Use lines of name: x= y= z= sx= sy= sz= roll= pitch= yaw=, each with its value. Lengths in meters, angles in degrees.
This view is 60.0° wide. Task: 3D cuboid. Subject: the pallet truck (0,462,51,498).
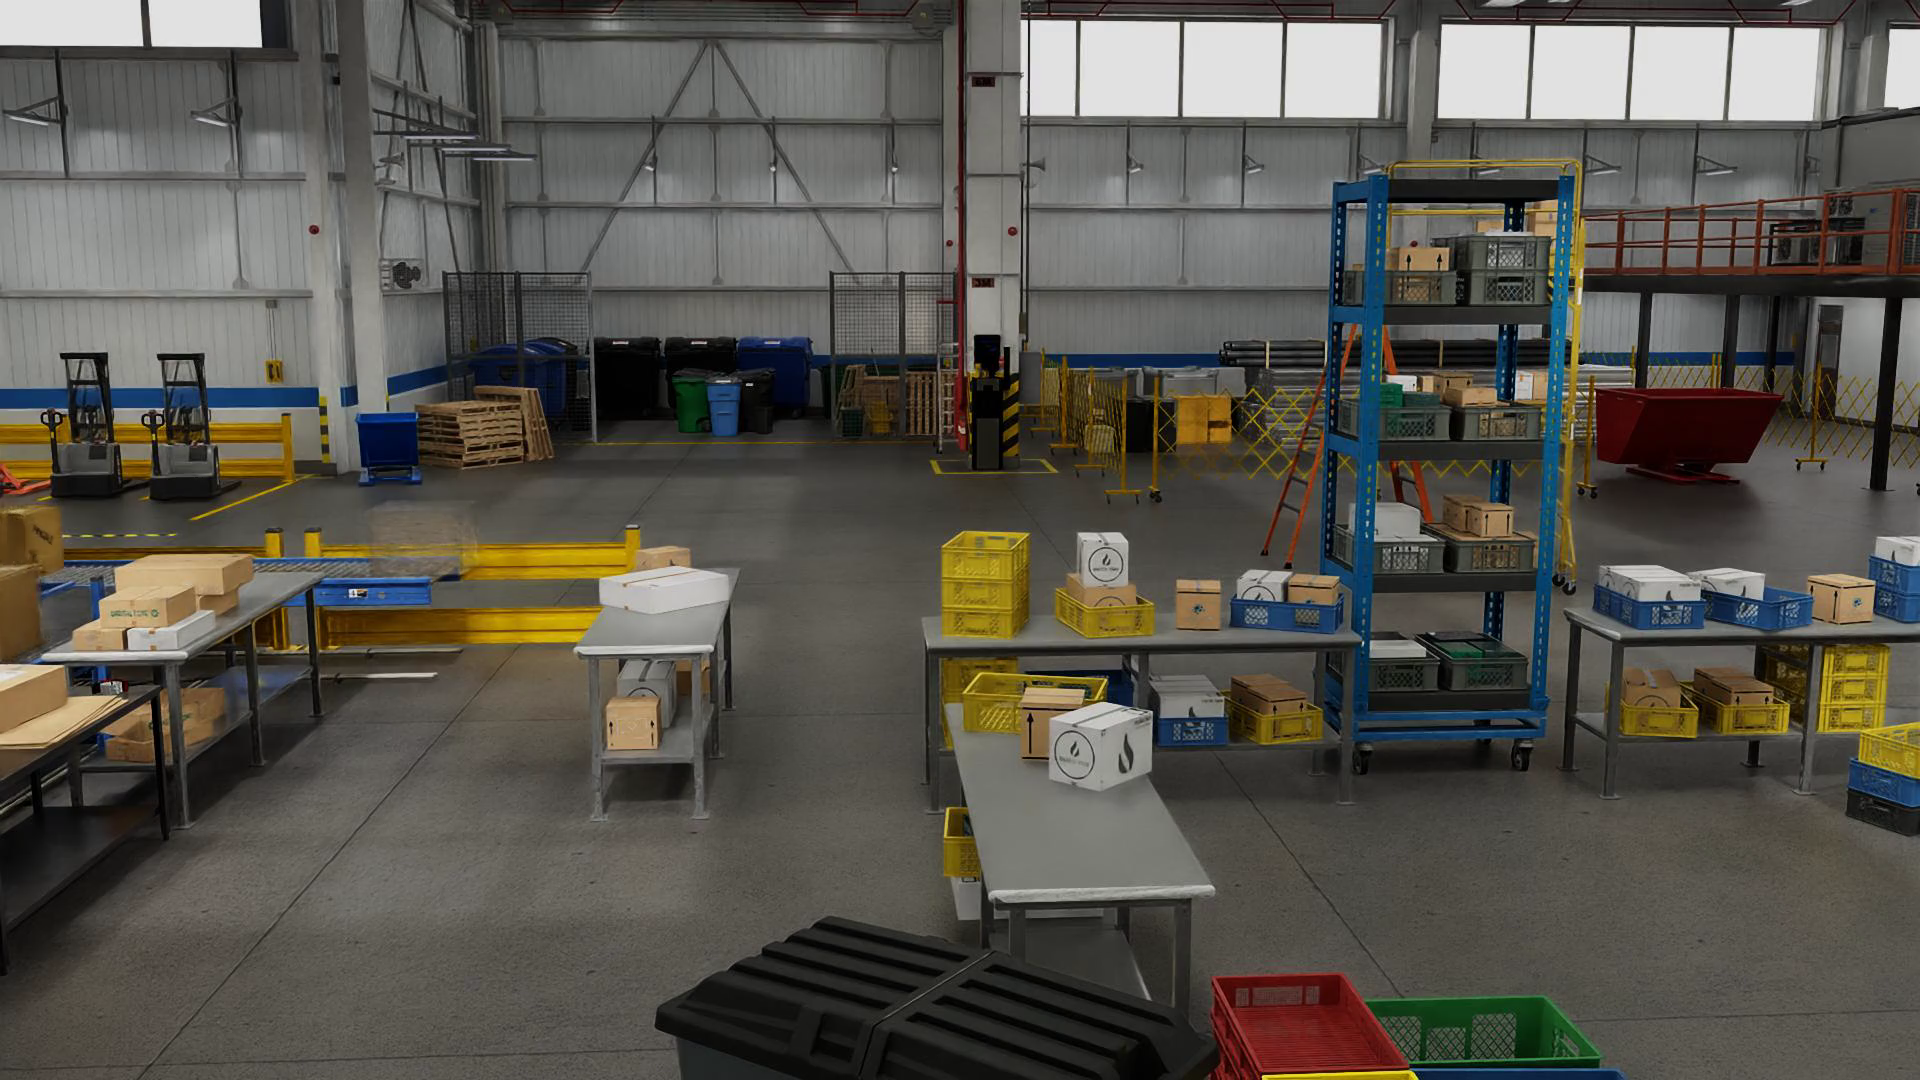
pallet truck: x=-13.193 y=-1.293 z=23.148 sx=0.653 sy=1.274 sz=1.630 roll=-1 pitch=9 yaw=-4

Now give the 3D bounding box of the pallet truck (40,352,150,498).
pallet truck: x=-11.907 y=-1.642 z=23.165 sx=0.823 sy=1.965 sz=1.885 roll=0 pitch=9 yaw=0

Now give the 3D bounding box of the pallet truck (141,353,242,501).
pallet truck: x=-10.520 y=-1.604 z=22.925 sx=0.823 sy=1.965 sz=1.885 roll=-1 pitch=9 yaw=-6
